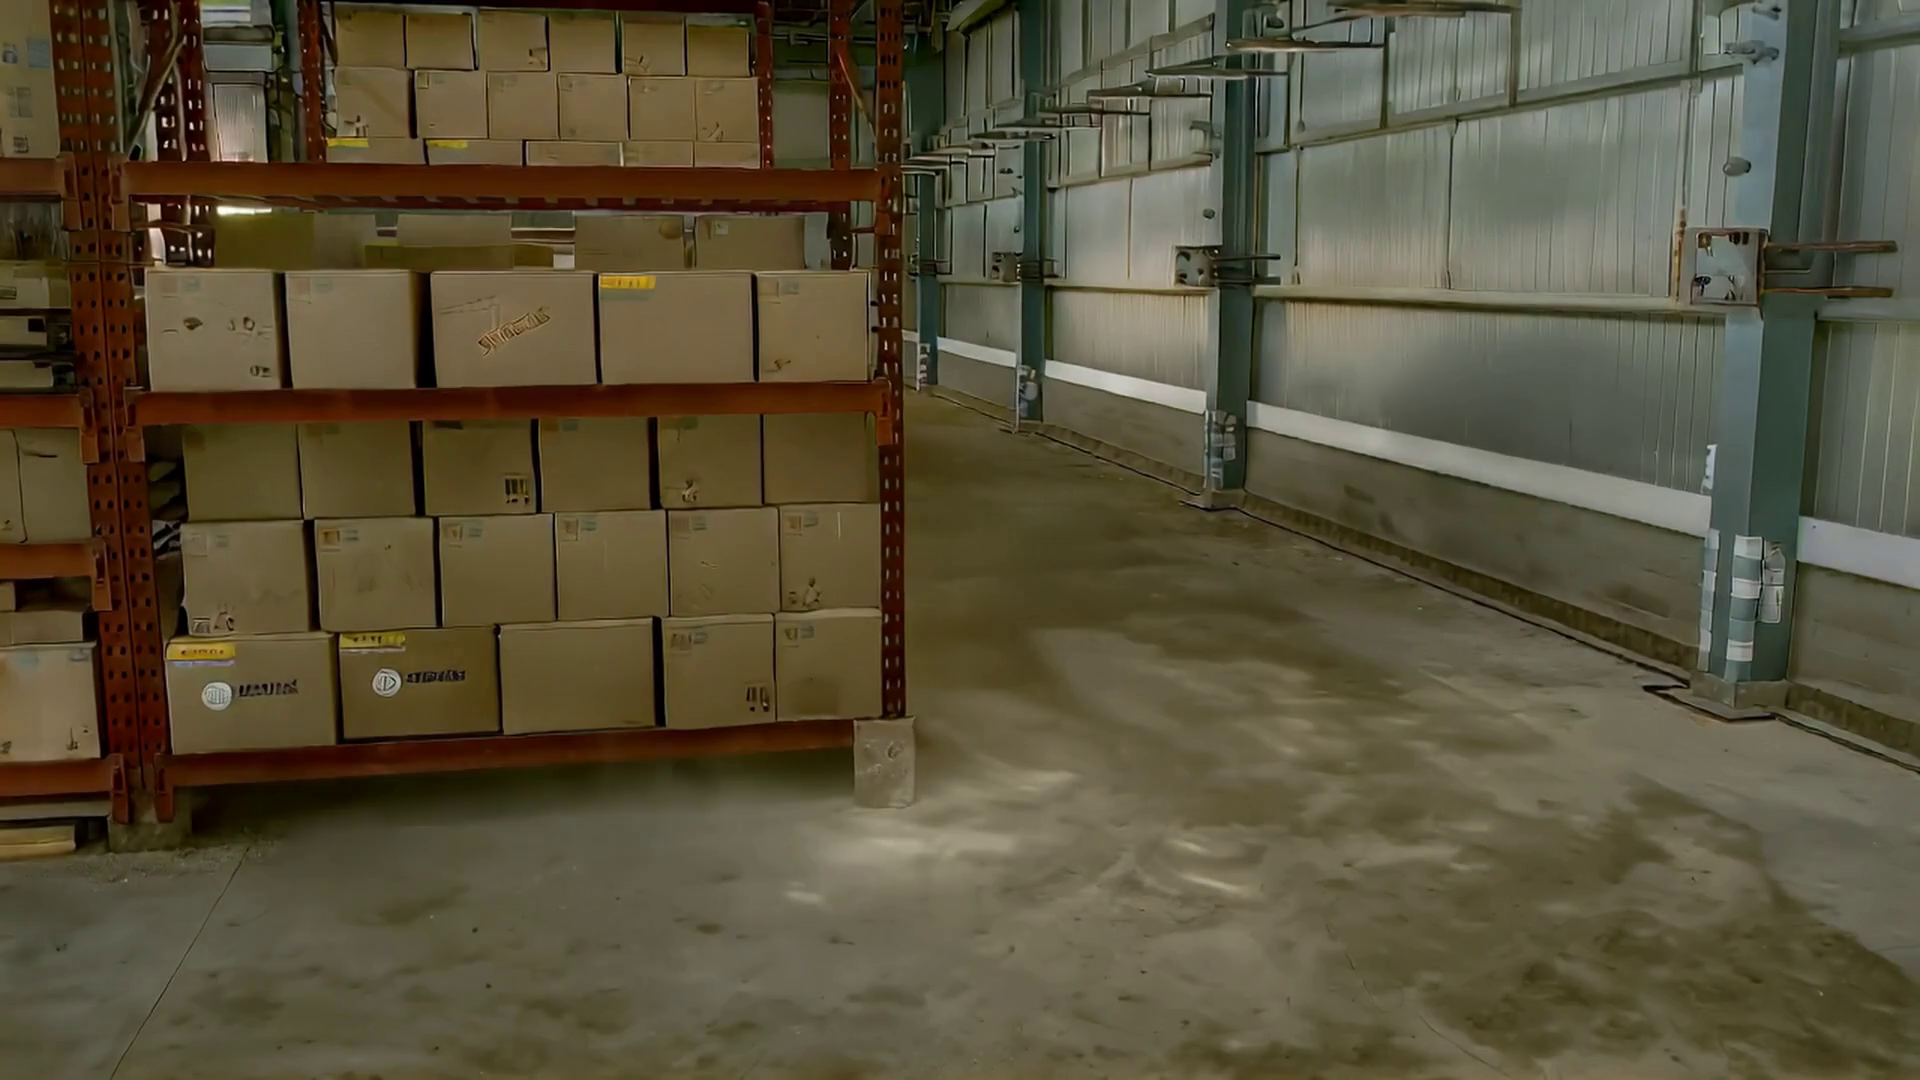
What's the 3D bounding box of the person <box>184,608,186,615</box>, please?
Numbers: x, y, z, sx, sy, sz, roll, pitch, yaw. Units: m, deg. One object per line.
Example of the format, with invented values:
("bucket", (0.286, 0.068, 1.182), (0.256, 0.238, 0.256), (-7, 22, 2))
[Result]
("person", (-5.939, -0.059, 13.549), (0.964, 1.773, 0.578), (-3, 10, -17))
